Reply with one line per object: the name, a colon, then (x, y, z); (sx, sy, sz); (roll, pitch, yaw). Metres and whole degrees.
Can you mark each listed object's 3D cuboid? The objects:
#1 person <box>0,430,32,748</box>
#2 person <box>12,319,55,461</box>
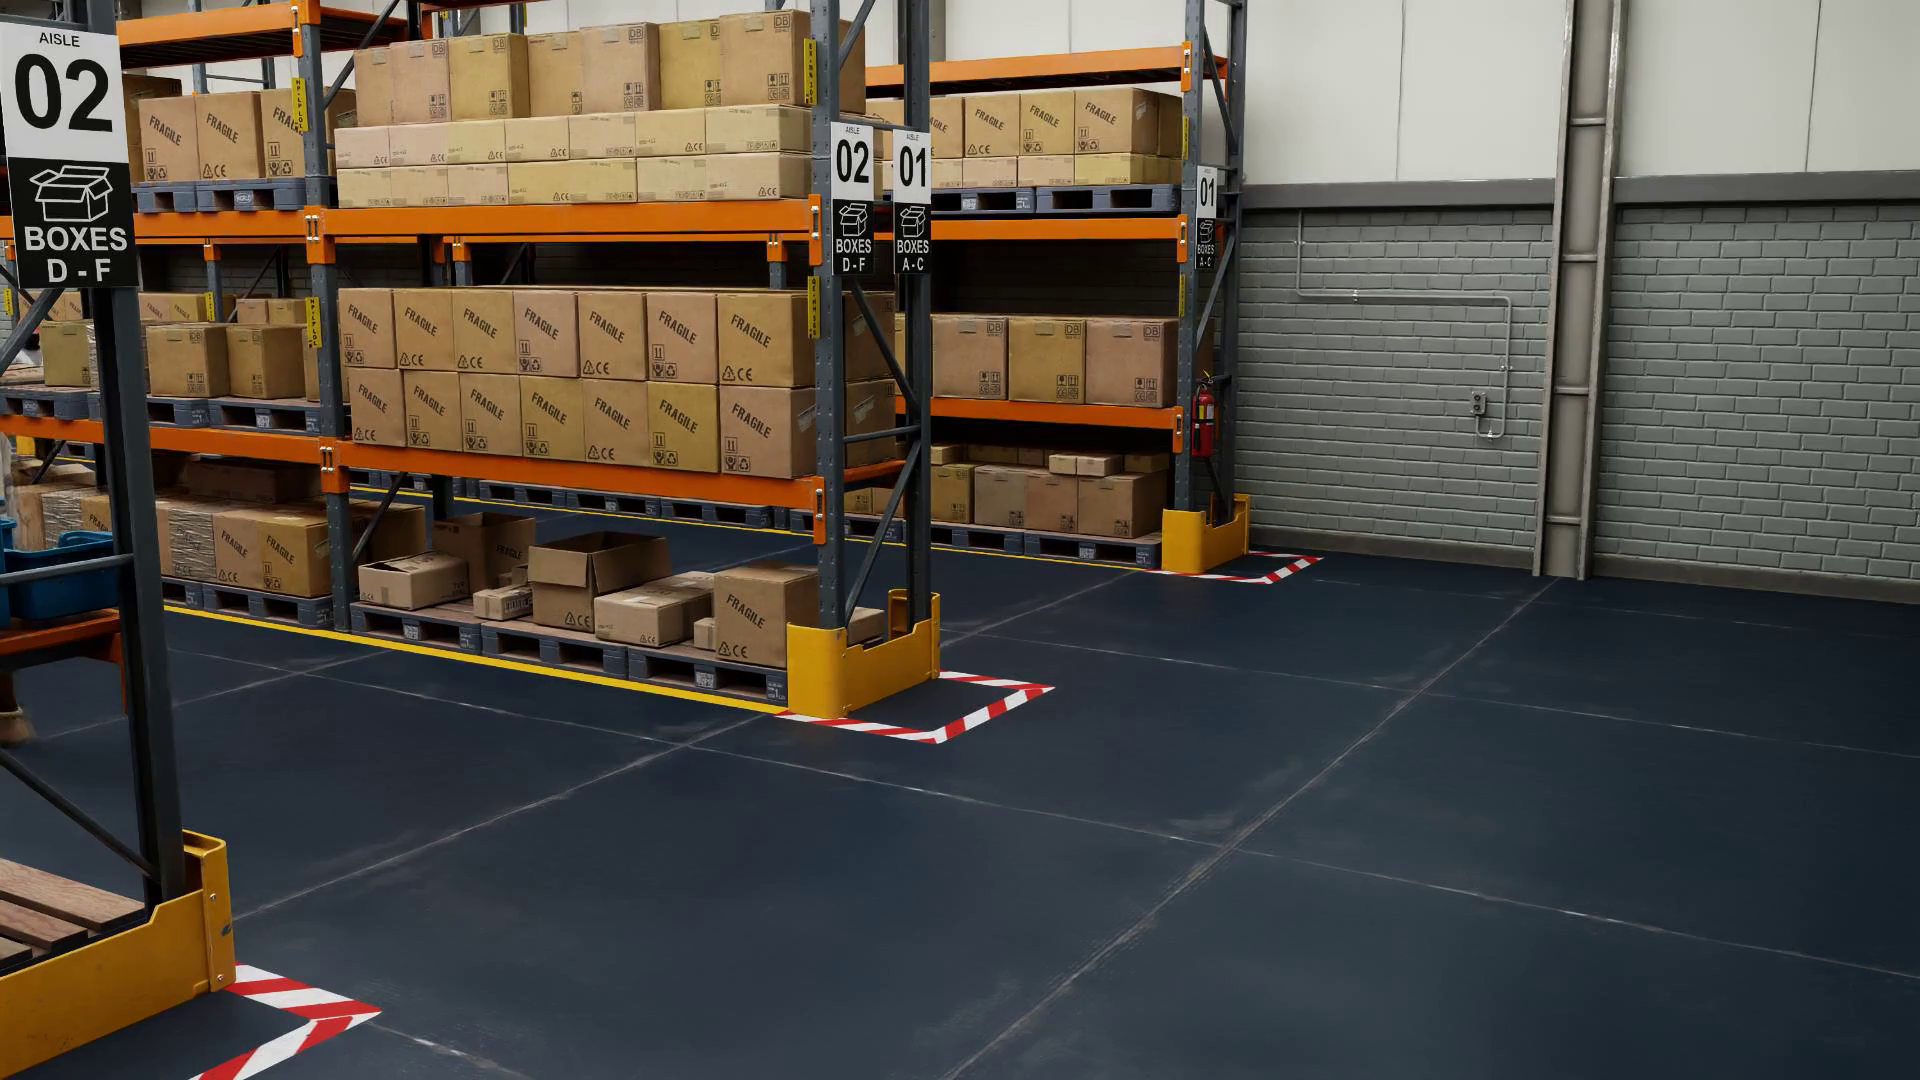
person: (-5.198, 0.088, 8.475); (0.808, 2.018, 0.639); (0, 10, 1)
person: (-10.035, -1.490, 18.100); (0.935, 1.906, 0.559); (9, 13, 43)
